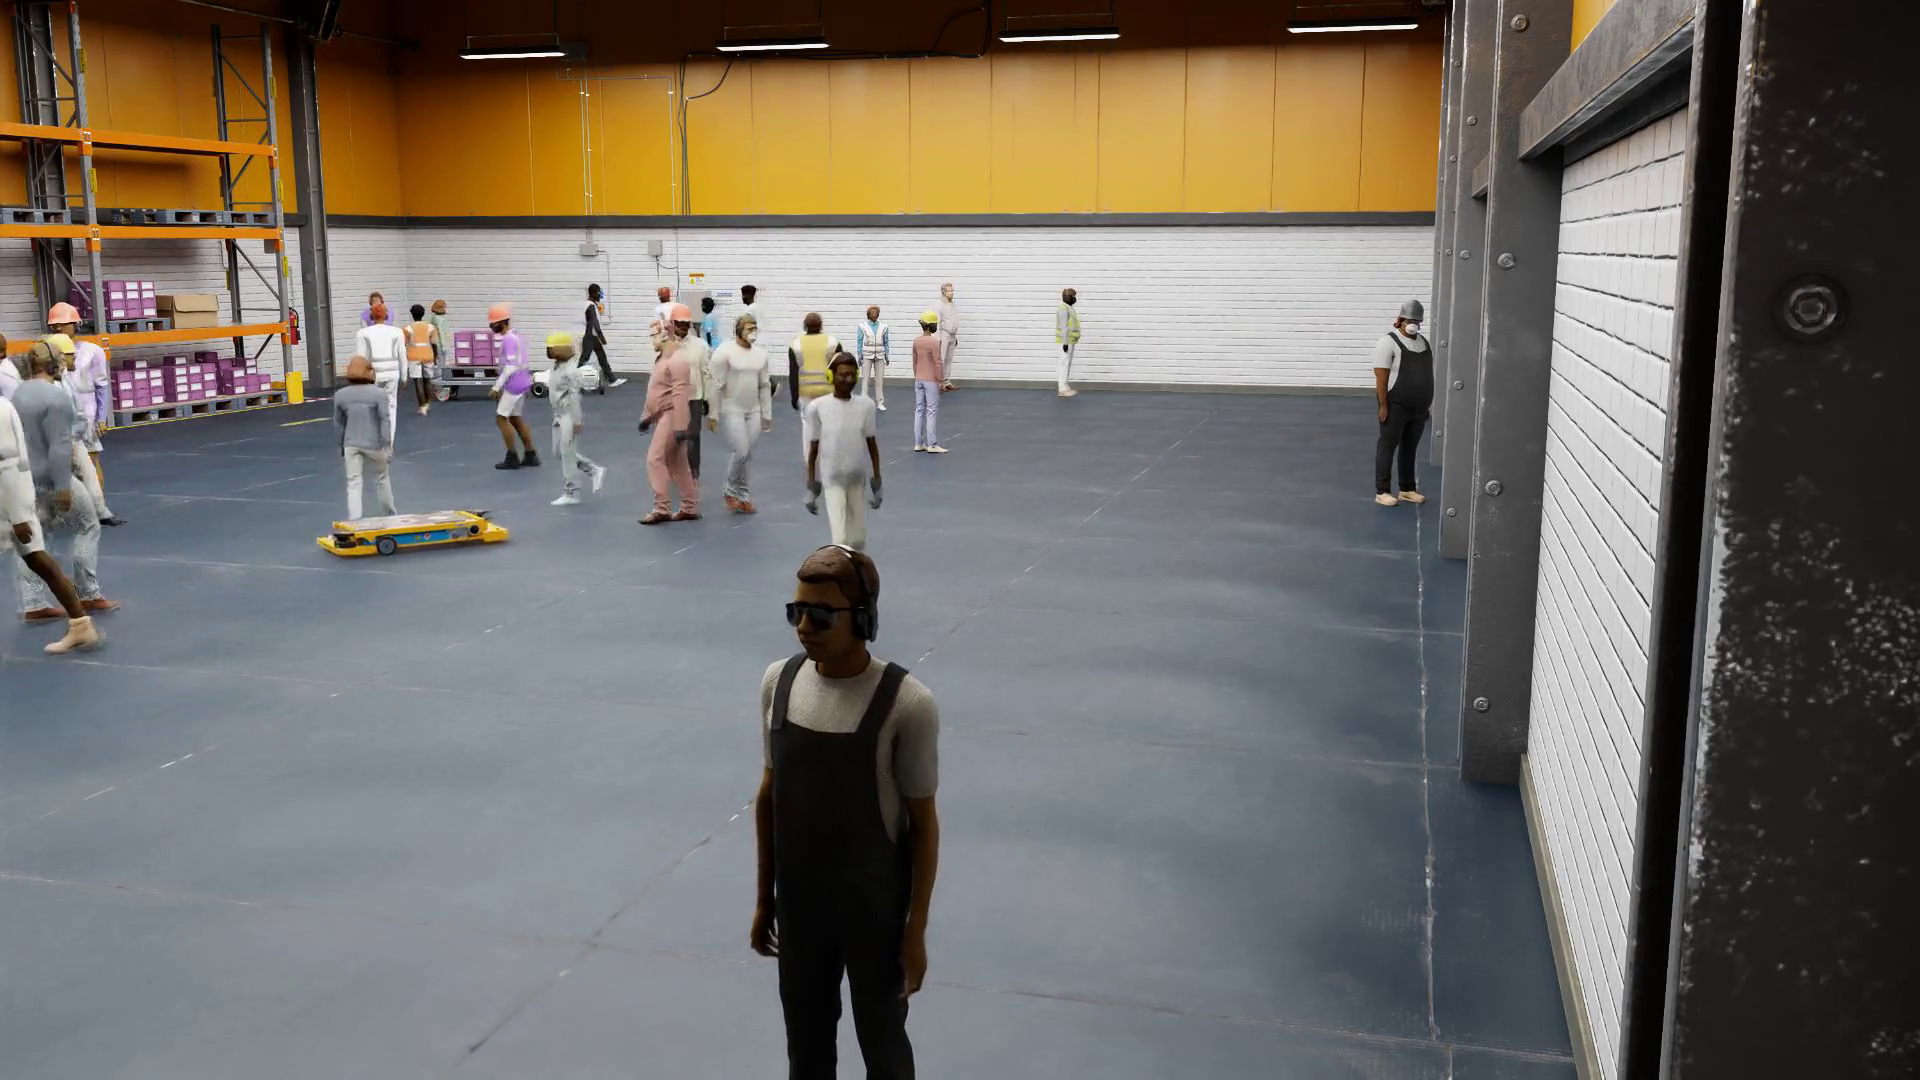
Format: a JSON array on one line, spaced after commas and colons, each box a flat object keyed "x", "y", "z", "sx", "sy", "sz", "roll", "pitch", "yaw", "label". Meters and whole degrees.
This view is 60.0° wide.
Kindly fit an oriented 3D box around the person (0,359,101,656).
[{"x": -5.907, "y": -0.220, "z": 10.181, "sx": 1.098, "sy": 1.976, "sz": 0.604, "roll": -5, "pitch": 11, "yaw": -24, "label": "person"}]

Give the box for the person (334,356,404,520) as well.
[{"x": -5.176, "y": -0.810, "z": 14.561, "sx": 0.526, "sy": 1.590, "sz": 0.830, "roll": 0, "pitch": 10, "yaw": 1, "label": "person"}]

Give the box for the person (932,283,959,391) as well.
[{"x": -0.226, "y": -3.592, "z": 29.470, "sx": 0.400, "sy": 1.907, "sz": 0.645, "roll": 6, "pitch": 12, "yaw": 31, "label": "person"}]

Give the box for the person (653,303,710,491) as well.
[{"x": -2.970, "y": -1.533, "z": 17.665, "sx": 0.627, "sy": 1.966, "sz": 0.928, "roll": -3, "pitch": 11, "yaw": -18, "label": "person"}]

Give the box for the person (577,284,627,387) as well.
[{"x": -6.490, "y": -3.637, "z": 29.821, "sx": 0.977, "sy": 1.865, "sz": 0.585, "roll": -1, "pitch": 10, "yaw": -8, "label": "person"}]

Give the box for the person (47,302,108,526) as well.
[{"x": -8.097, "y": -1.138, "z": 15.190, "sx": 0.607, "sy": 2.044, "sz": 0.371, "roll": -1, "pitch": 10, "yaw": -8, "label": "person"}]

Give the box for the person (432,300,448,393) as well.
[{"x": -9.023, "y": -3.347, "z": 28.894, "sx": 0.314, "sy": 1.621, "sz": 0.552, "roll": -6, "pitch": 11, "yaw": -29, "label": "person"}]

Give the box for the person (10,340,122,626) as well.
[{"x": -6.117, "y": -0.395, "z": 11.336, "sx": 0.664, "sy": 1.912, "sz": 0.752, "roll": 6, "pitch": 12, "yaw": 32, "label": "person"}]

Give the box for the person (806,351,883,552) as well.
[{"x": -0.807, "y": -0.397, "z": 11.561, "sx": 0.544, "sy": 1.846, "sz": 0.812, "roll": -4, "pitch": 11, "yaw": -22, "label": "person"}]

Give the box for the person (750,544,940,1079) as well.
[{"x": -0.294, "y": 0.917, "z": 4.112, "sx": 0.506, "sy": 1.847, "sz": 0.345, "roll": 5, "pitch": 11, "yaw": 27, "label": "person"}]

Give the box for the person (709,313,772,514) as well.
[{"x": -2.060, "y": -1.186, "z": 15.794, "sx": 0.450, "sy": 1.922, "sz": 0.667, "roll": 10, "pitch": 14, "yaw": 43, "label": "person"}]

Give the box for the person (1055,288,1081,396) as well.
[{"x": 1.852, "y": -3.389, "z": 28.505, "sx": 0.429, "sy": 1.841, "sz": 0.633, "roll": 2, "pitch": 10, "yaw": 12, "label": "person"}]

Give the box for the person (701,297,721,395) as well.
[{"x": -4.378, "y": -3.327, "z": 28.593, "sx": 0.614, "sy": 1.674, "sz": 0.559, "roll": 1, "pitch": 10, "yaw": 6, "label": "person"}]

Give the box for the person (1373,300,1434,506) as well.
[{"x": 4.438, "y": -1.365, "z": 16.478, "sx": 0.680, "sy": 2.000, "sz": 0.536, "roll": -5, "pitch": 11, "yaw": -28, "label": "person"}]

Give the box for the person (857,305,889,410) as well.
[{"x": -1.351, "y": -2.824, "z": 25.880, "sx": 0.522, "sy": 1.639, "sz": 0.306, "roll": -3, "pitch": 11, "yaw": -19, "label": "person"}]

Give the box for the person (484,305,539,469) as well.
[{"x": -5.130, "y": -1.737, "z": 19.017, "sx": 0.561, "sy": 1.888, "sz": 0.584, "roll": -3, "pitch": 10, "yaw": -14, "label": "person"}]

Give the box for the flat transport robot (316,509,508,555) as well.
[{"x": -4.667, "y": -0.075, "z": 14.186, "sx": 1.431, "sy": 0.197, "sz": 0.652, "roll": -7, "pitch": 12, "yaw": -35, "label": "flat transport robot"}]

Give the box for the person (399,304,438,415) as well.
[{"x": -8.269, "y": -2.752, "z": 25.373, "sx": 0.551, "sy": 1.660, "sz": 0.803, "roll": -7, "pitch": 12, "yaw": -33, "label": "person"}]

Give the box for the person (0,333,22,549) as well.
[{"x": -8.163, "y": -0.853, "z": 14.143, "sx": 0.429, "sy": 1.843, "sz": 0.631, "roll": -7, "pitch": 12, "yaw": -33, "label": "person"}]

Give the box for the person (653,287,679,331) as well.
[{"x": -5.033, "y": -3.467, "z": 28.919, "sx": 0.624, "sy": 1.848, "sz": 0.542, "roll": -6, "pitch": 11, "yaw": -29, "label": "person"}]

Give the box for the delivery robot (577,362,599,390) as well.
[{"x": -6.457, "y": -2.841, "z": 28.778, "sx": 0.477, "sy": 0.478, "sz": 0.707, "roll": -4, "pitch": 11, "yaw": -20, "label": "delivery robot"}]

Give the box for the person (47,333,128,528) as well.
[{"x": -8.050, "y": -0.947, "z": 14.822, "sx": 0.924, "sy": 1.789, "sz": 0.603, "roll": -3, "pitch": 10, "yaw": -17, "label": "person"}]

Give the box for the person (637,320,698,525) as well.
[{"x": -2.775, "y": -1.084, "z": 15.364, "sx": 0.737, "sy": 1.875, "sz": 0.652, "roll": -3, "pitch": 10, "yaw": -17, "label": "person"}]

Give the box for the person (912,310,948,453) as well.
[{"x": -0.382, "y": -1.955, "z": 20.601, "sx": 0.309, "sy": 1.769, "sz": 0.525, "roll": -8, "pitch": 13, "yaw": -40, "label": "person"}]

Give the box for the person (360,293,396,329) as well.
[{"x": -9.619, "y": -3.193, "z": 27.562, "sx": 0.573, "sy": 1.780, "sz": 1.012, "roll": -3, "pitch": 10, "yaw": -15, "label": "person"}]

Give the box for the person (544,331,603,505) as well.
[{"x": -3.844, "y": -1.223, "z": 16.549, "sx": 0.581, "sy": 1.729, "sz": 0.496, "roll": -8, "pitch": 13, "yaw": -37, "label": "person"}]

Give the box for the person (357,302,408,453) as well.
[{"x": -7.151, "y": -2.011, "z": 20.628, "sx": 0.592, "sy": 1.860, "sz": 0.609, "roll": -4, "pitch": 11, "yaw": -21, "label": "person"}]

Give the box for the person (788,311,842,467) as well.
[{"x": -1.634, "y": -1.700, "z": 19.038, "sx": 0.630, "sy": 1.848, "sz": 0.608, "roll": 0, "pitch": 10, "yaw": 1, "label": "person"}]

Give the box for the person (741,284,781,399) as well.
[{"x": -3.399, "y": -3.282, "z": 27.635, "sx": 0.836, "sy": 1.940, "sz": 0.609, "roll": 2, "pitch": 10, "yaw": 13, "label": "person"}]

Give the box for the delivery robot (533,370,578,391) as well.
[{"x": -6.853, "y": -2.741, "z": 28.211, "sx": 0.707, "sy": 0.478, "sz": 0.477, "roll": 0, "pitch": 10, "yaw": 1, "label": "delivery robot"}]
